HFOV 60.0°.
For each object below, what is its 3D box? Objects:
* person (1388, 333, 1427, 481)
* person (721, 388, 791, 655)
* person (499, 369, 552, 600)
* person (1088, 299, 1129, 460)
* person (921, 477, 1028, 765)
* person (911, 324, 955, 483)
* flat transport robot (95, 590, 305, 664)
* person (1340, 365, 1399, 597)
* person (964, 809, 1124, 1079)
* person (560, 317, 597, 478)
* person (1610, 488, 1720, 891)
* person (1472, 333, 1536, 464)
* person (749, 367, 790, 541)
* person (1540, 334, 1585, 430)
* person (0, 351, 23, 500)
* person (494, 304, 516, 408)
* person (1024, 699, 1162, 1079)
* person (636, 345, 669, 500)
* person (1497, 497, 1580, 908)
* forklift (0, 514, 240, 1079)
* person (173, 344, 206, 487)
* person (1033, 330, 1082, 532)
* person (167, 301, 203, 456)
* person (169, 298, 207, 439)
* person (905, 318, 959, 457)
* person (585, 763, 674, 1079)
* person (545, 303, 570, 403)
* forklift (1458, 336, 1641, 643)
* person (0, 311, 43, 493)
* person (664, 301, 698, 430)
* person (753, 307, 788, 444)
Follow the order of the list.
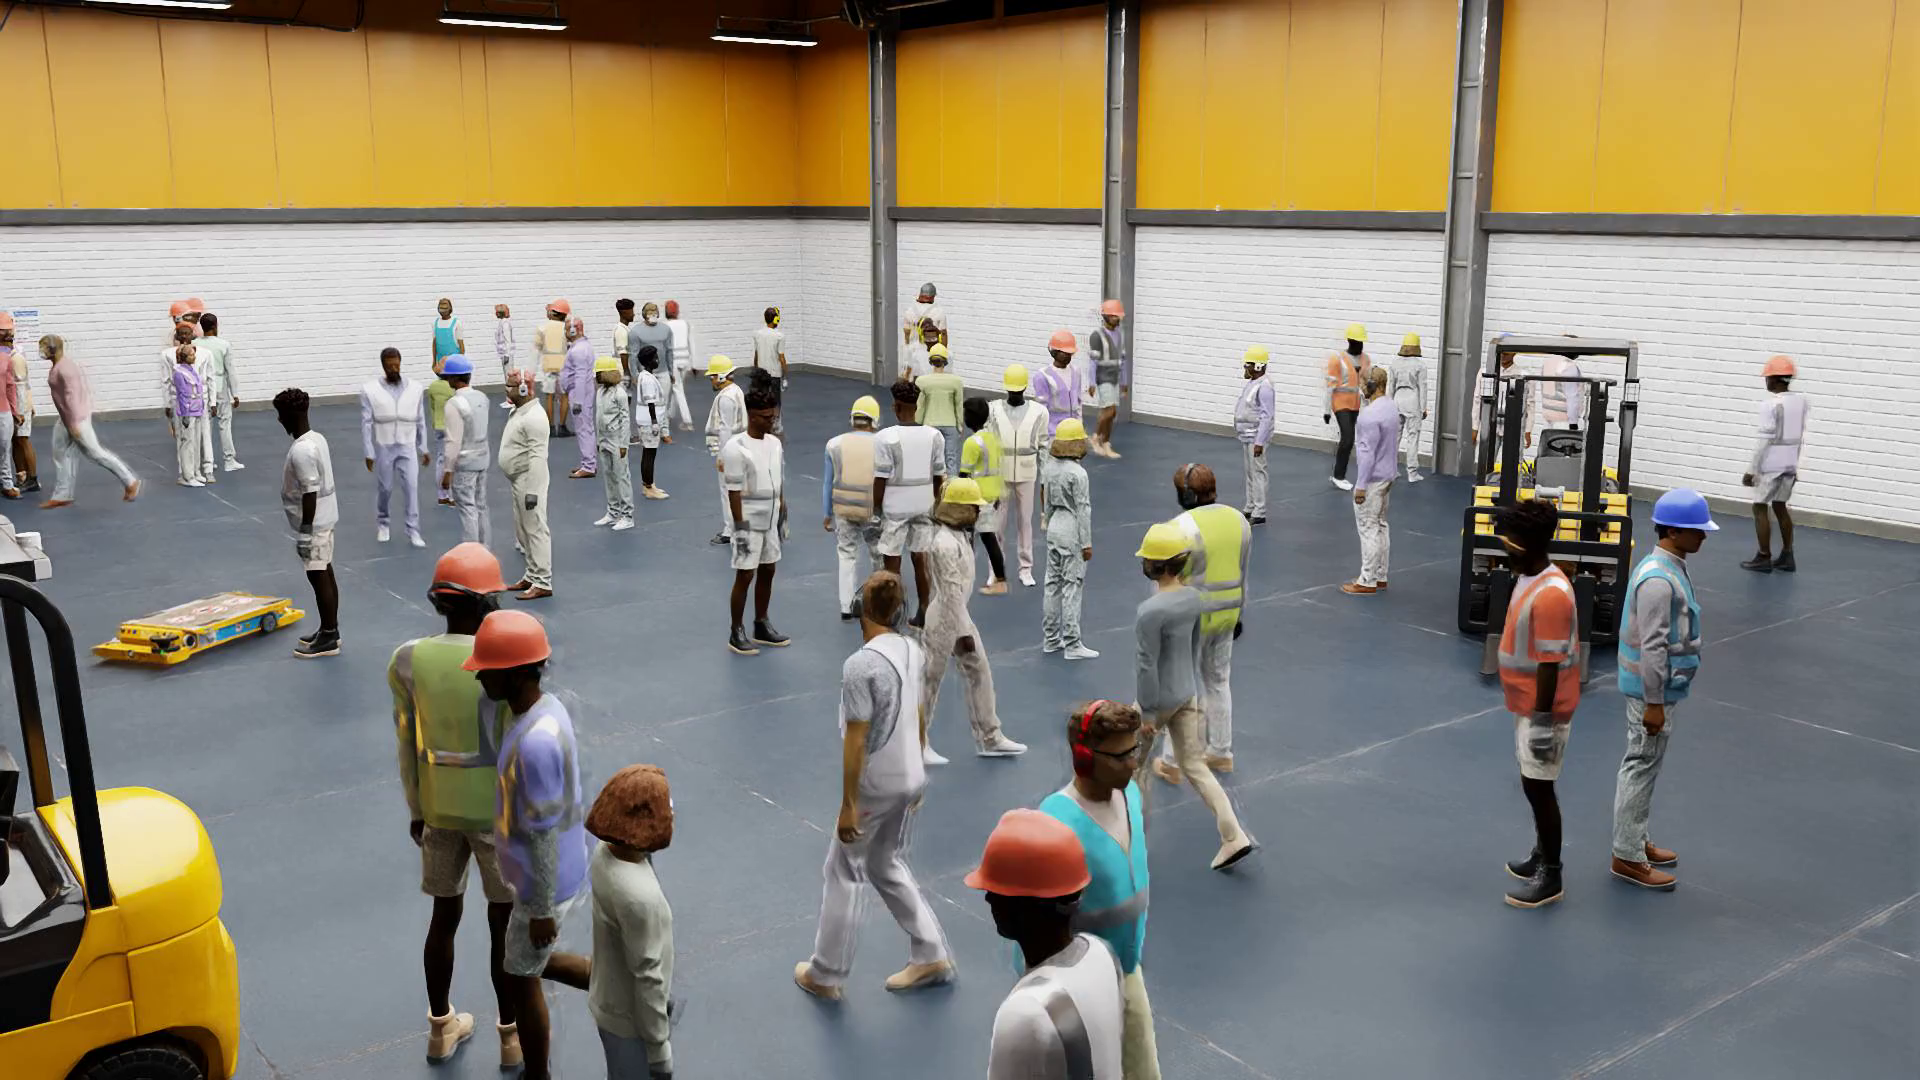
[{"bbox_3d":[5.261,-1.564,19.539,0.318,1.737,0.490,-11,16,-43],"label":"person"},{"bbox_3d":[-1.477,-0.141,12.141,0.378,1.955,0.604,8,14,34],"label":"person"},{"bbox_3d":[-3.607,-0.464,13.803,0.408,1.909,0.638,-5,13,-24],"label":"person"},{"bbox_3d":[1.900,-2.011,20.969,0.422,2.028,0.639,10,16,41],"label":"person"},{"bbox_3d":[0.041,0.492,9.672,0.806,1.713,0.505,3,12,14],"label":"person"},{"bbox_3d":[-0.314,-1.580,19.313,0.512,1.861,0.325,0,12,-1],"label":"person"},{"bbox_3d":[-5.668,0.634,12.471,0.652,0.197,1.431,4,12,18],"label":"flat transport robot"},{"bbox_3d":[3.453,-0.494,13.909,0.383,1.929,0.634,7,14,30],"label":"person"},{"bbox_3d":[0.206,1.574,4.038,1.012,1.885,0.563,4,12,19],"label":"person"},{"bbox_3d":[-4.525,-1.688,19.718,0.402,1.904,0.652,-1,12,-6],"label":"person"},{"bbox_3d":[3.392,0.704,8.063,0.404,1.945,0.614,6,13,25],"label":"person"},{"bbox_3d":[5.513,-1.129,16.912,0.618,1.945,0.394,6,13,26],"label":"person"},{"bbox_3d":[-1.903,-0.862,16.317,0.329,1.678,0.743,-6,13,-27],"label":"person"},{"bbox_3d":[6.555,-1.316,18.094,0.429,1.837,0.621,-2,12,-9],"label":"person"},{"bbox_3d":[-10.571,-1.374,18.118,0.354,1.938,0.636,8,14,33],"label":"person"},{"bbox_3d":[-7.153,-2.896,26.204,0.310,1.636,0.522,-4,12,-19],"label":"person"},{"bbox_3d":[0.362,1.357,5.241,0.881,1.815,0.578,8,14,33],"label":"person"},{"bbox_3d":[-3.405,-1.296,18.325,0.318,1.699,0.535,-4,12,-17],"label":"person"},{"bbox_3d":[2.694,0.750,7.846,0.409,1.949,0.685,2,12,9],"label":"person"},{"bbox_3d":[-3.687,1.115,5.480,2.313,2.155,1.214,-9,15,-36],"label":"forklift"},{"bbox_3d":[-8.851,-1.434,19.134,0.308,1.639,0.524,-1,12,-7],"label":"person"},{"bbox_3d":[0.999,-1.056,16.383,0.612,2.029,0.407,-10,16,-41],"label":"person"},{"bbox_3d":[-9.888,-2.058,21.323,0.413,1.984,0.624,1,12,5],"label":"person"},{"bbox_3d":[-10.335,-2.265,22.341,0.570,1.967,0.639,5,13,24],"label":"person"},{"bbox_3d":[-0.418,-1.867,20.804,0.987,1.812,0.494,7,14,31],"label":"person"},{"bbox_3d":[-0.999,1.475,5.127,0.275,1.627,0.504,-5,13,-24],"label":"person"},{"bbox_3d":[-6.448,-2.999,26.748,0.394,1.605,0.530,2,12,9],"label":"person"},{"bbox_3d":[4.683,-0.471,13.136,1.214,2.155,2.313,4,12,20],"label":"forklift"},{"bbox_3d":[-10.667,-1.539,18.663,0.375,2.044,0.607,4,12,18],"label":"person"},{"bbox_3d":[-4.139,-2.516,23.894,0.586,1.820,1.016,-11,16,-44],"label":"person"},{"bbox_3d":[-2.527,-2.179,22.220,0.528,1.857,0.332,6,13,26],"label":"person"}]
